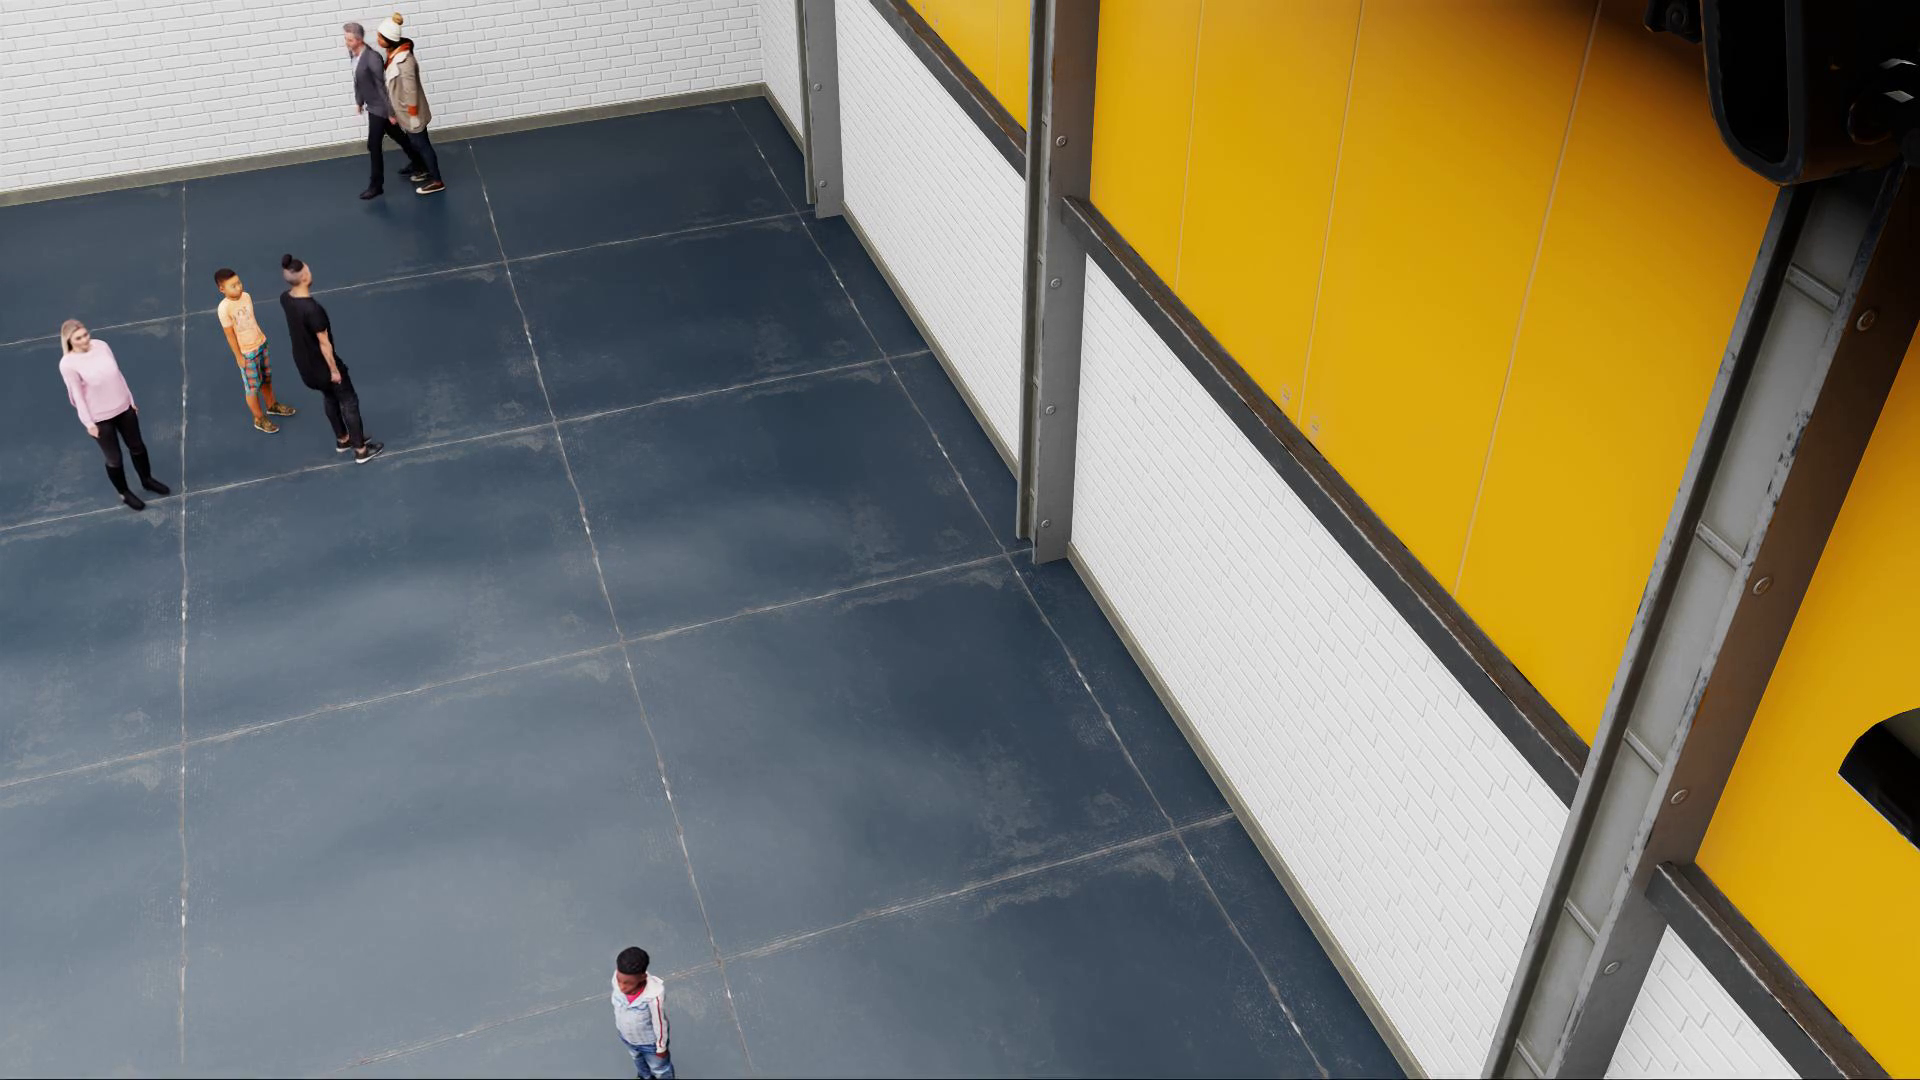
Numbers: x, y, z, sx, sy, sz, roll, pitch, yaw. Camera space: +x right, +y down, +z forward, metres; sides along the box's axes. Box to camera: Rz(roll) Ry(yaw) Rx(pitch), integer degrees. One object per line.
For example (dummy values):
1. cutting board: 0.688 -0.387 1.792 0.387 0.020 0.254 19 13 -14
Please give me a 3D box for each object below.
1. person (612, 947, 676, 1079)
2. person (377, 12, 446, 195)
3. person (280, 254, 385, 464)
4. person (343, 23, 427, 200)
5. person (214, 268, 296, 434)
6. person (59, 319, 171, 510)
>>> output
1. person: -1.670 2.572 8.811 0.560 1.261 0.627 21 43 24
2. person: -5.671 -4.535 17.208 0.760 1.889 0.622 -16 41 -19
3. person: -5.197 -1.452 13.368 0.883 1.862 0.775 -29 47 -32
4. person: -5.968 -4.512 17.264 1.011 1.783 1.134 -23 44 -26
5. person: -5.939 -1.606 13.883 0.661 1.461 0.575 9 39 11
6. person: -6.648 -1.001 12.949 0.734 1.681 0.685 19 42 22
